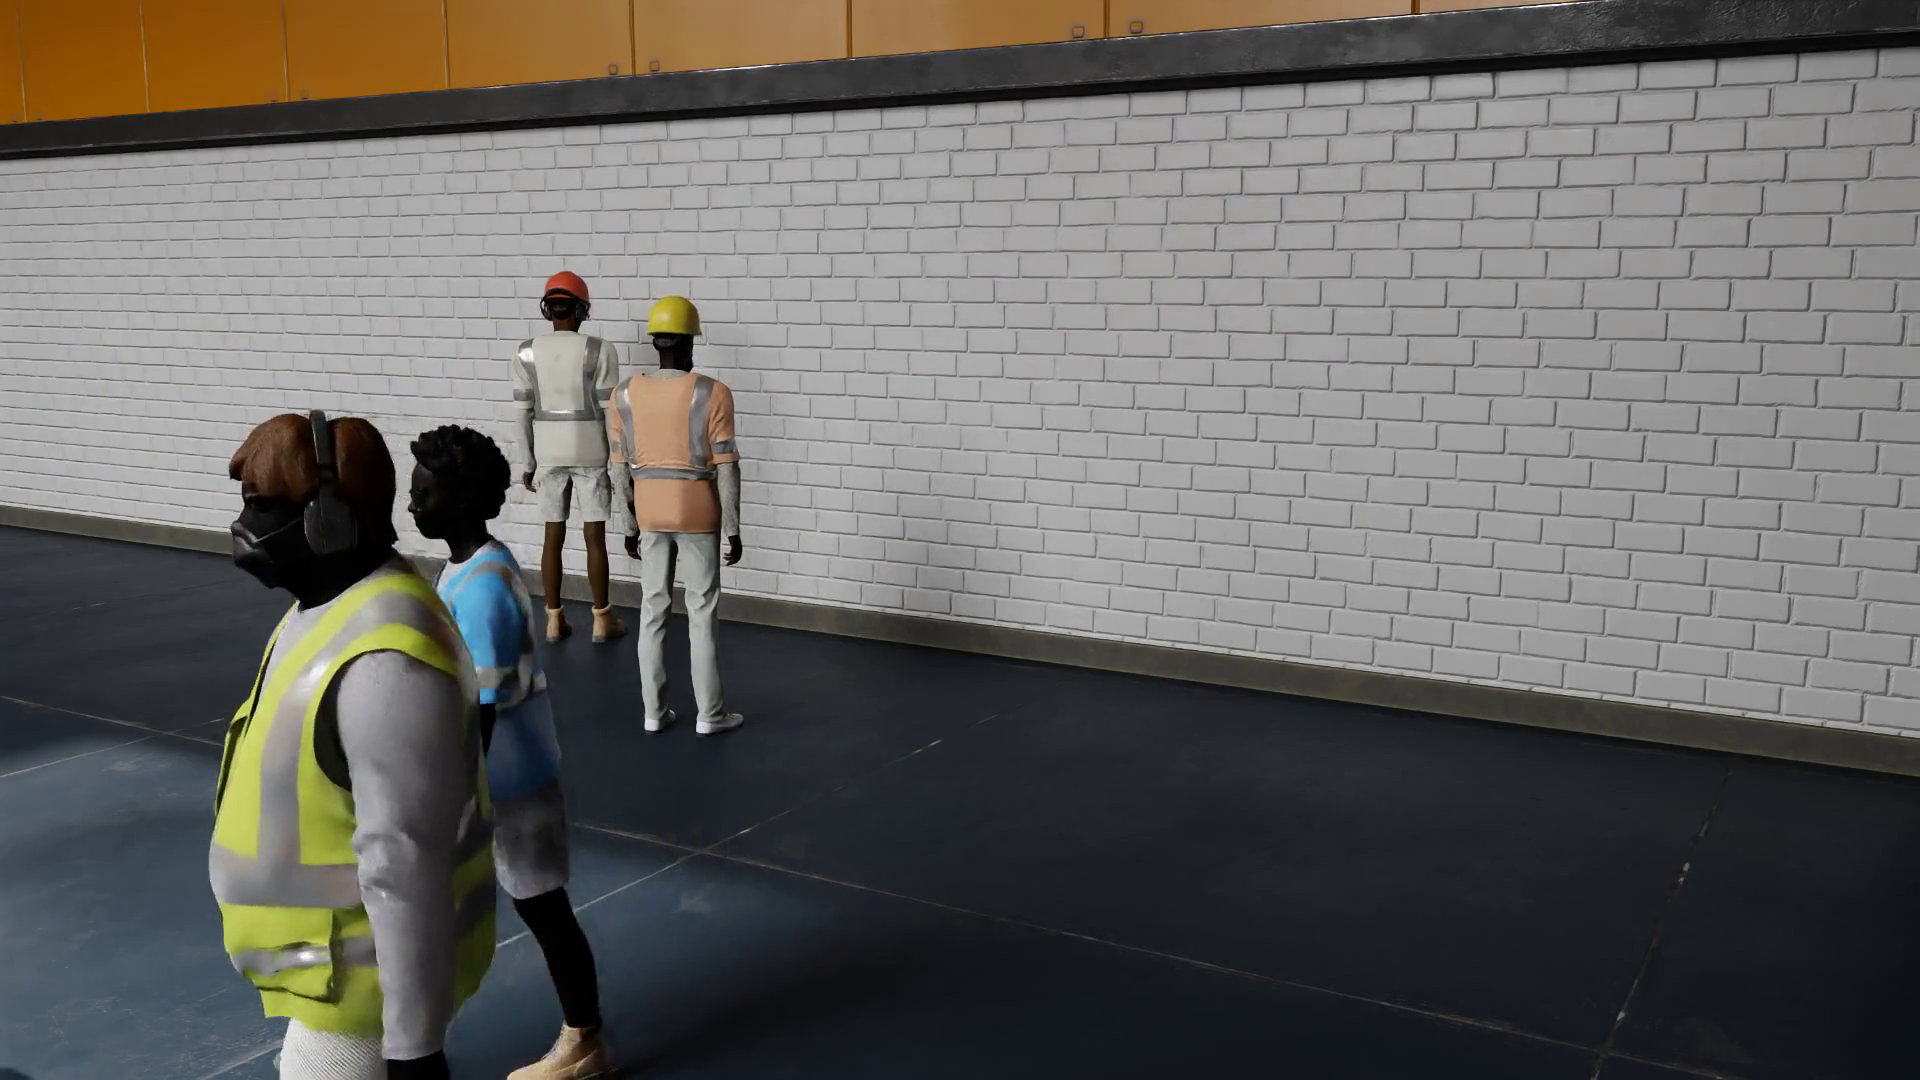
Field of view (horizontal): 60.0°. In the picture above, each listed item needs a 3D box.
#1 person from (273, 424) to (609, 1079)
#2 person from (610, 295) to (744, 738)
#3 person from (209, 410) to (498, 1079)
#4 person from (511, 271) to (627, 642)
[{"bbox_3d":[-1.242,0.566,3.941,0.819,1.655,0.553,-4,10,-25],"label":"person"},{"bbox_3d":[-1.225,-0.095,7.261,0.587,1.929,0.361,2,9,14],"label":"person"},{"bbox_3d":[-0.897,0.686,2.761,0.720,1.822,0.621,-4,10,-25],"label":"person"},{"bbox_3d":[-2.124,-0.449,9.133,0.605,2.037,0.391,1,9,5],"label":"person"}]
